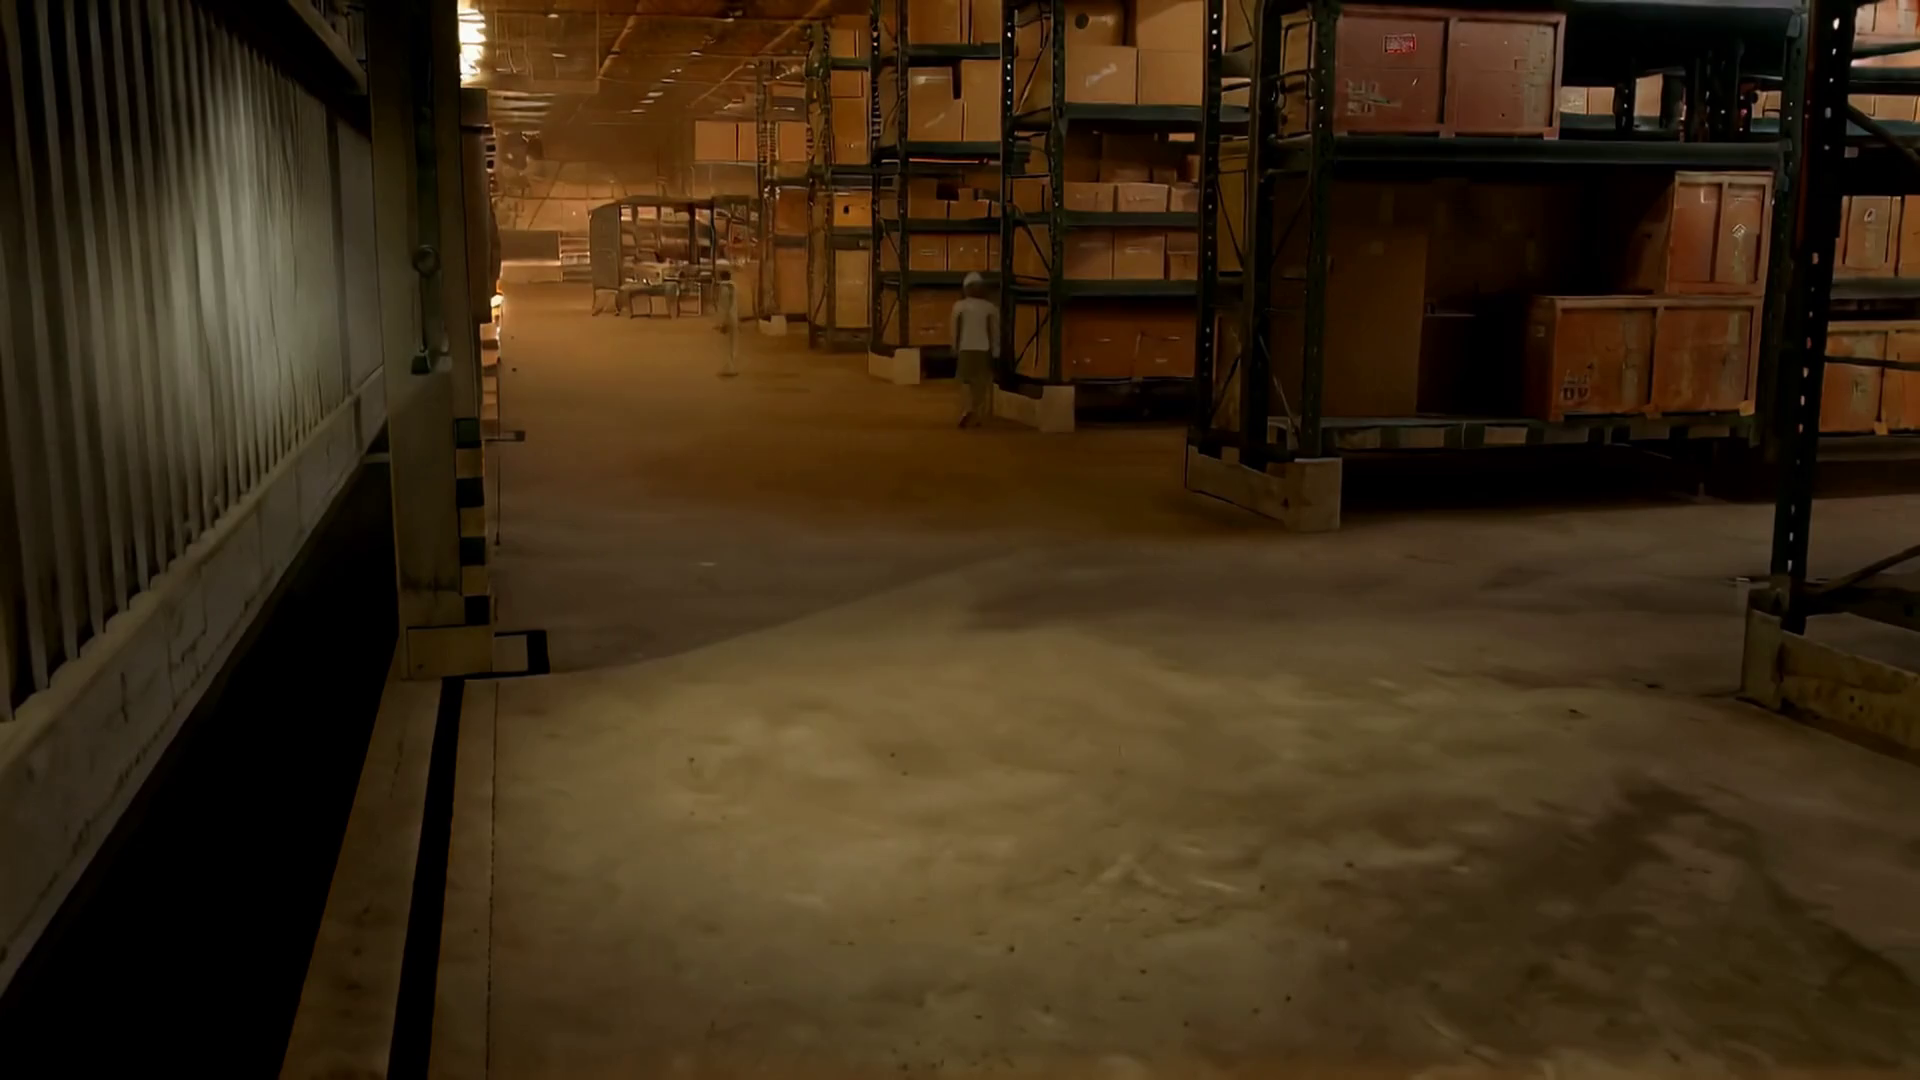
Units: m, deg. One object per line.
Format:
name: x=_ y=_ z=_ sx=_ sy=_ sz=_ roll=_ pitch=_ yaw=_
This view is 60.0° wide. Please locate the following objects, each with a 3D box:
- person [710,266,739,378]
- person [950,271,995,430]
person: x=-3.648 y=-3.375 z=25.773 sx=0.423 sy=1.727 sz=0.606 roll=-2 pitch=10 yaw=-11
person: x=0.138 y=-2.080 z=18.341 sx=0.529 sy=1.754 sz=0.372 roll=-3 pitch=10 yaw=-14
